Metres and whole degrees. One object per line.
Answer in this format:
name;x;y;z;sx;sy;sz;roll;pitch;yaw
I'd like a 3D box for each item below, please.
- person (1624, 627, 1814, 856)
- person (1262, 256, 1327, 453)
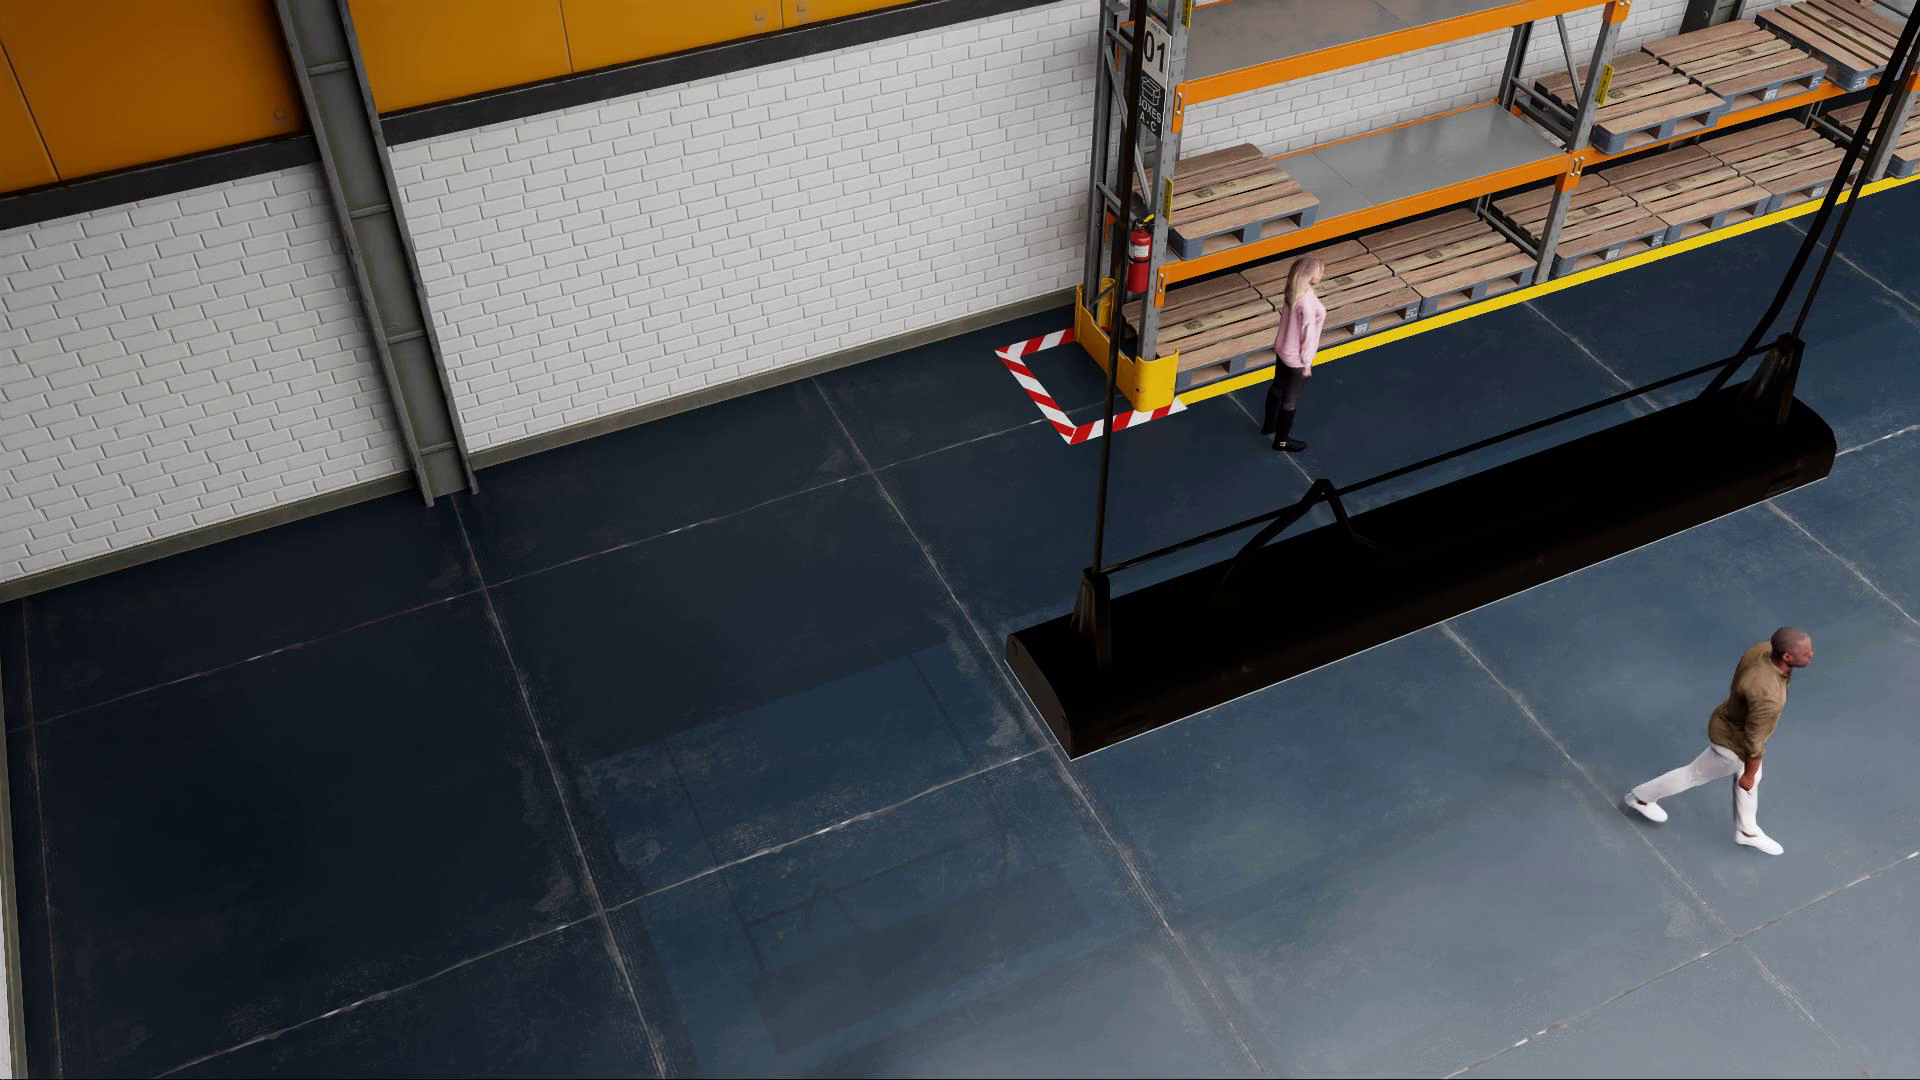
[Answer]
person;4.462;1.150;9.744;1.238;1.778;1.245;19;47;19
person;2.499;-1.413;12.500;0.609;1.688;0.644;-9;44;-9
